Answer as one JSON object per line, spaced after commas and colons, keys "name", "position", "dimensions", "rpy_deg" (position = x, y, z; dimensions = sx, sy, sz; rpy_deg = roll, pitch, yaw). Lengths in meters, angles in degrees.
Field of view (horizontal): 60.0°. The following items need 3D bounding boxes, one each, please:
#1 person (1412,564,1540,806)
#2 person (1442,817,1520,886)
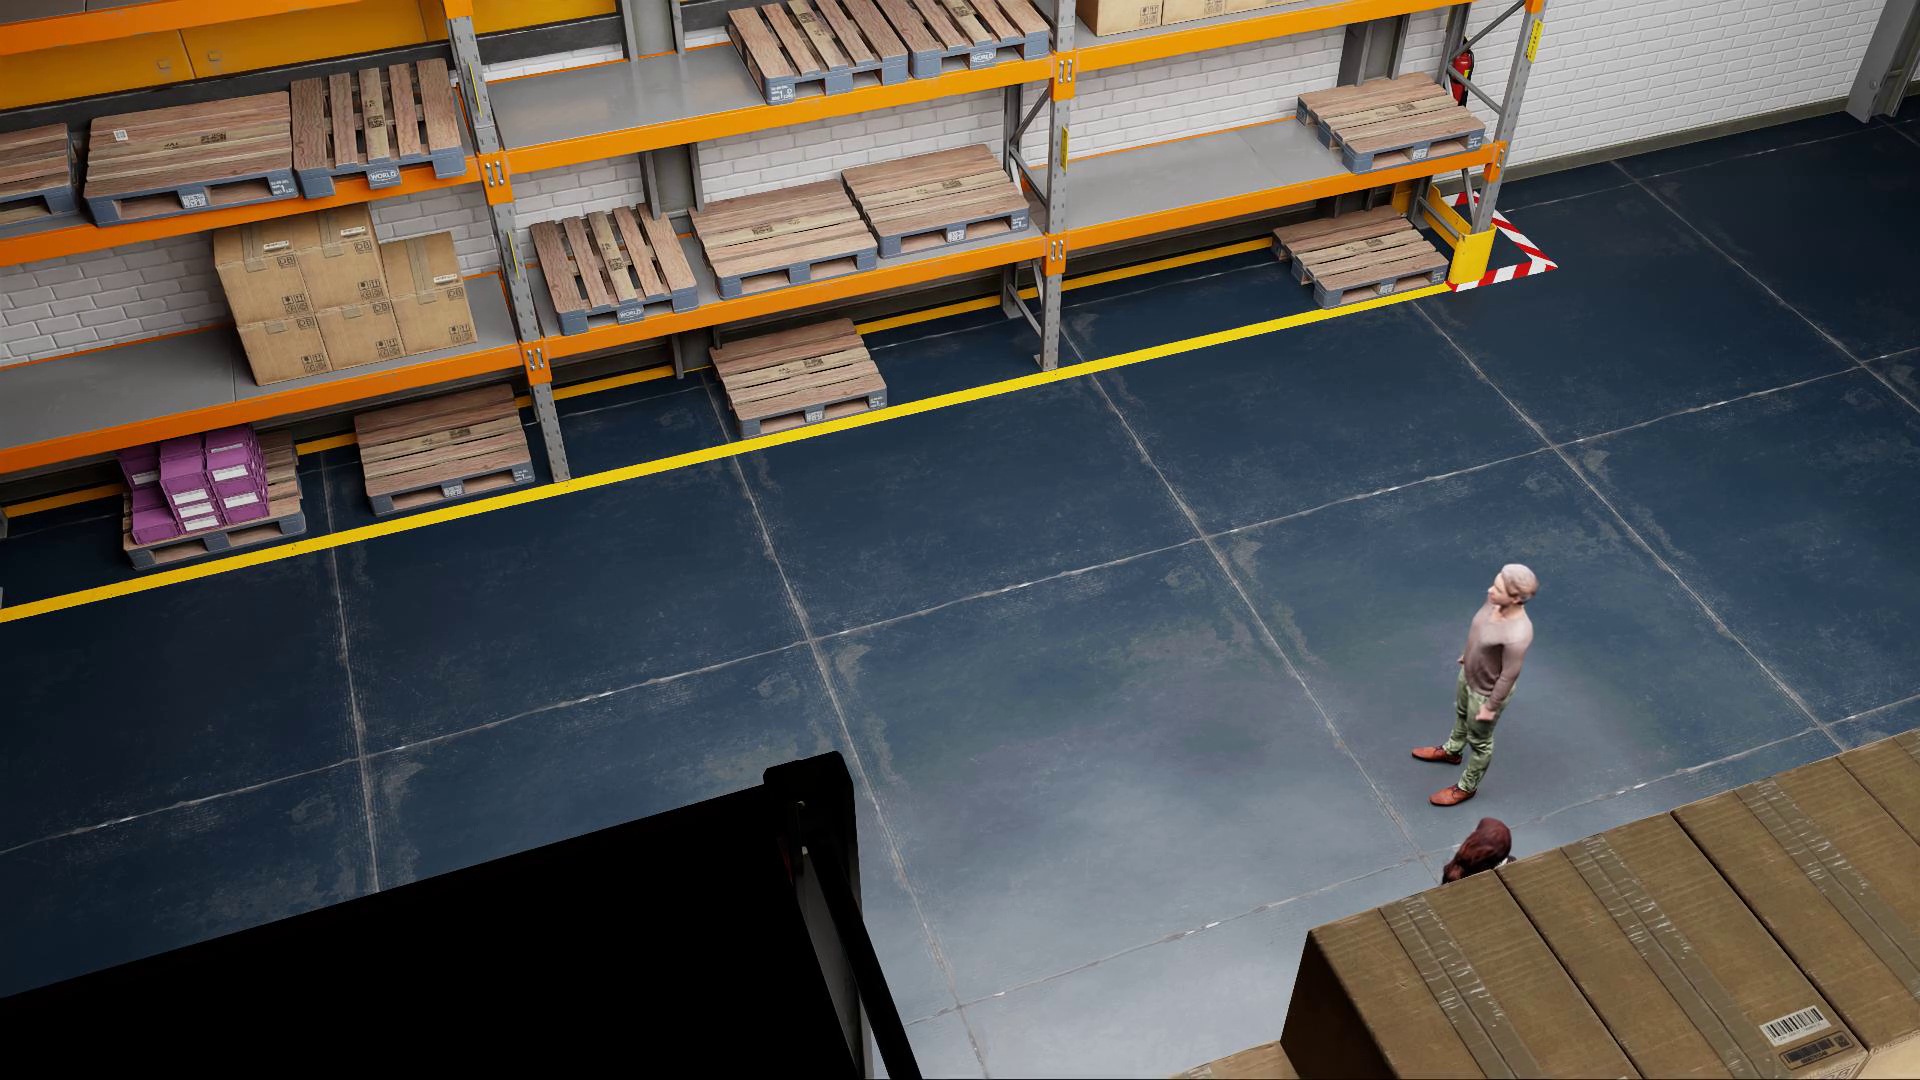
{"name": "person", "position": [3.133, 0.839, 9.914], "dimensions": [0.694, 1.875, 0.731], "rpy_deg": [-3, 44, -3]}
{"name": "person", "position": [2.614, 2.047, 8.703], "dimensions": [0.412, 1.796, 0.644], "rpy_deg": [-15, 46, -15]}
